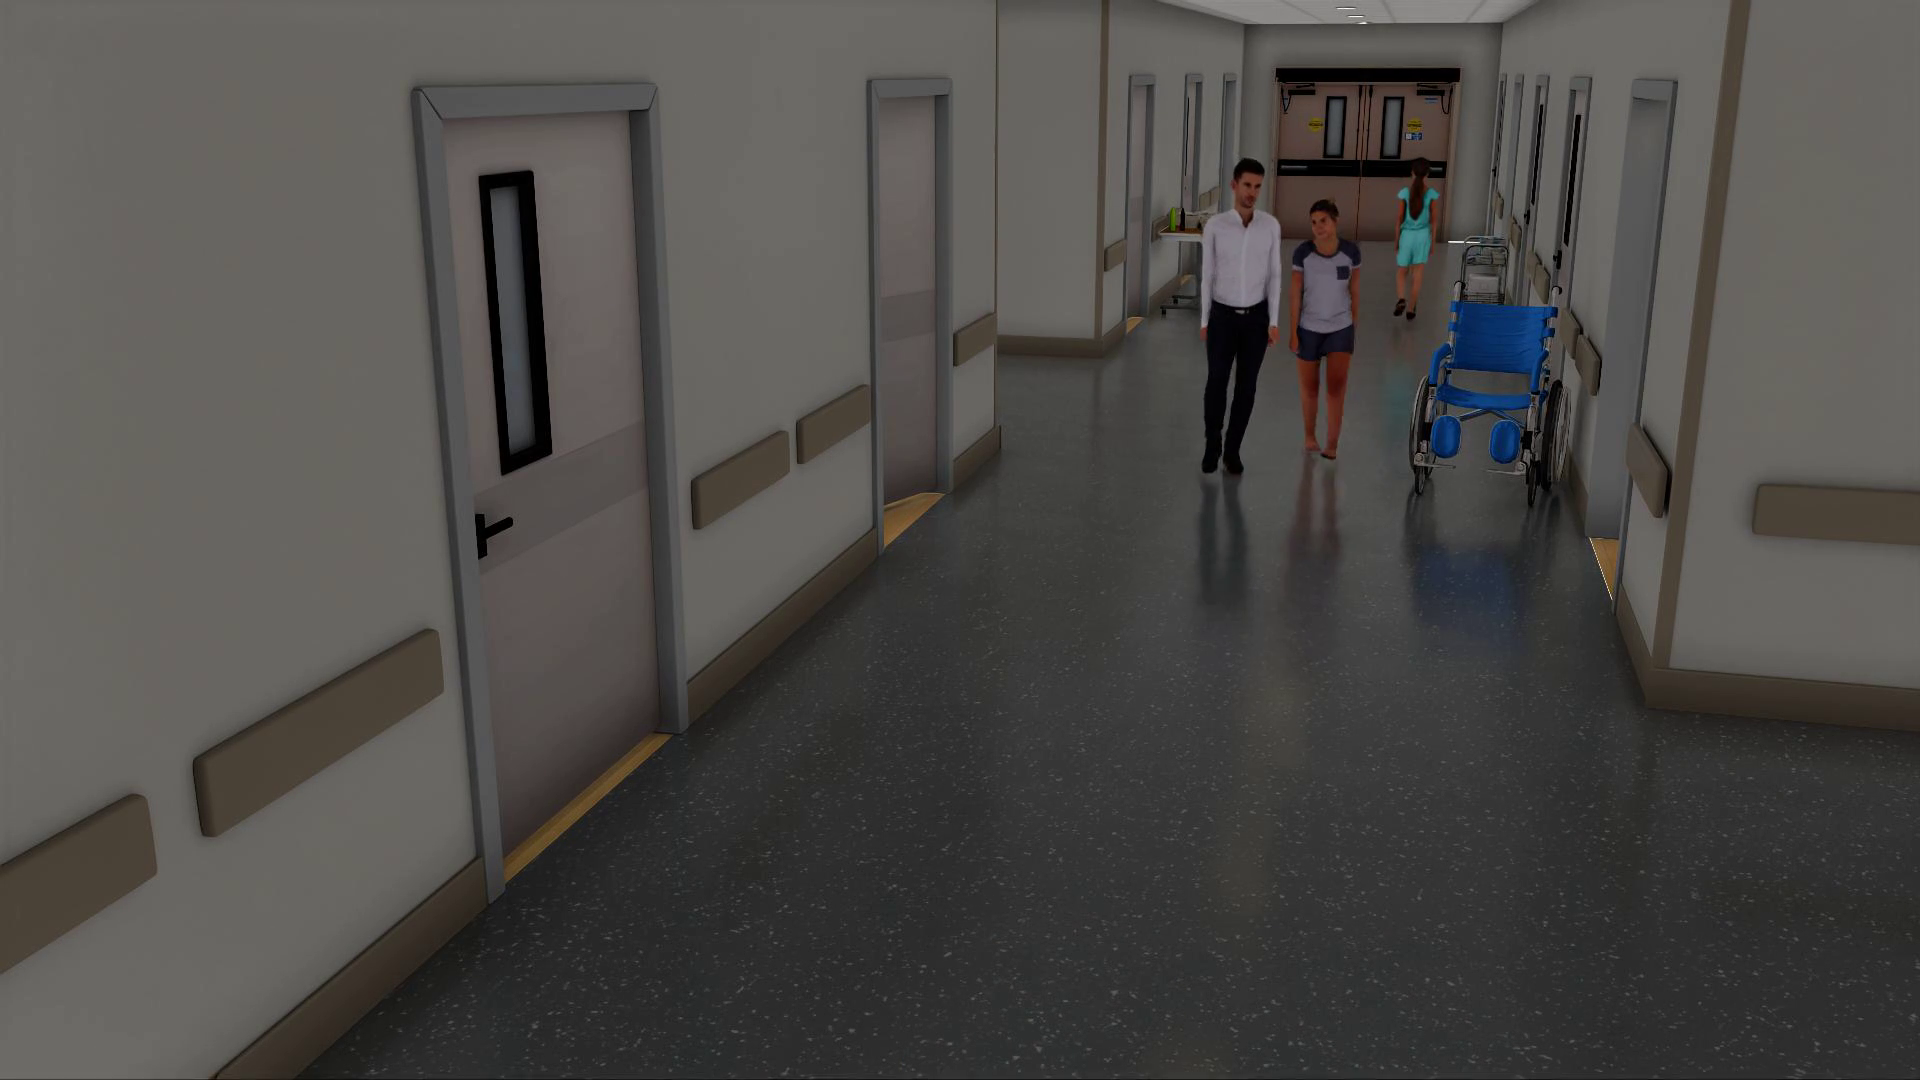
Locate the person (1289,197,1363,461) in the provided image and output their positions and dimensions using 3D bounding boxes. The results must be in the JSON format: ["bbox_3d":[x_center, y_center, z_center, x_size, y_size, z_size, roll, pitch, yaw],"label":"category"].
[{"bbox_3d":[2.264,-1.298,10.302,0.591,1.591,0.881,2,16,6],"label":"person"}]

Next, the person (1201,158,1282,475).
[{"bbox_3d":[1.667,-1.339,9.967,0.680,1.852,0.714,1,16,3],"label":"person"}]

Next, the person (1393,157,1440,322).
[{"bbox_3d":[4.364,-2.875,15.968,0.561,1.551,0.638,5,17,18],"label":"person"}]
